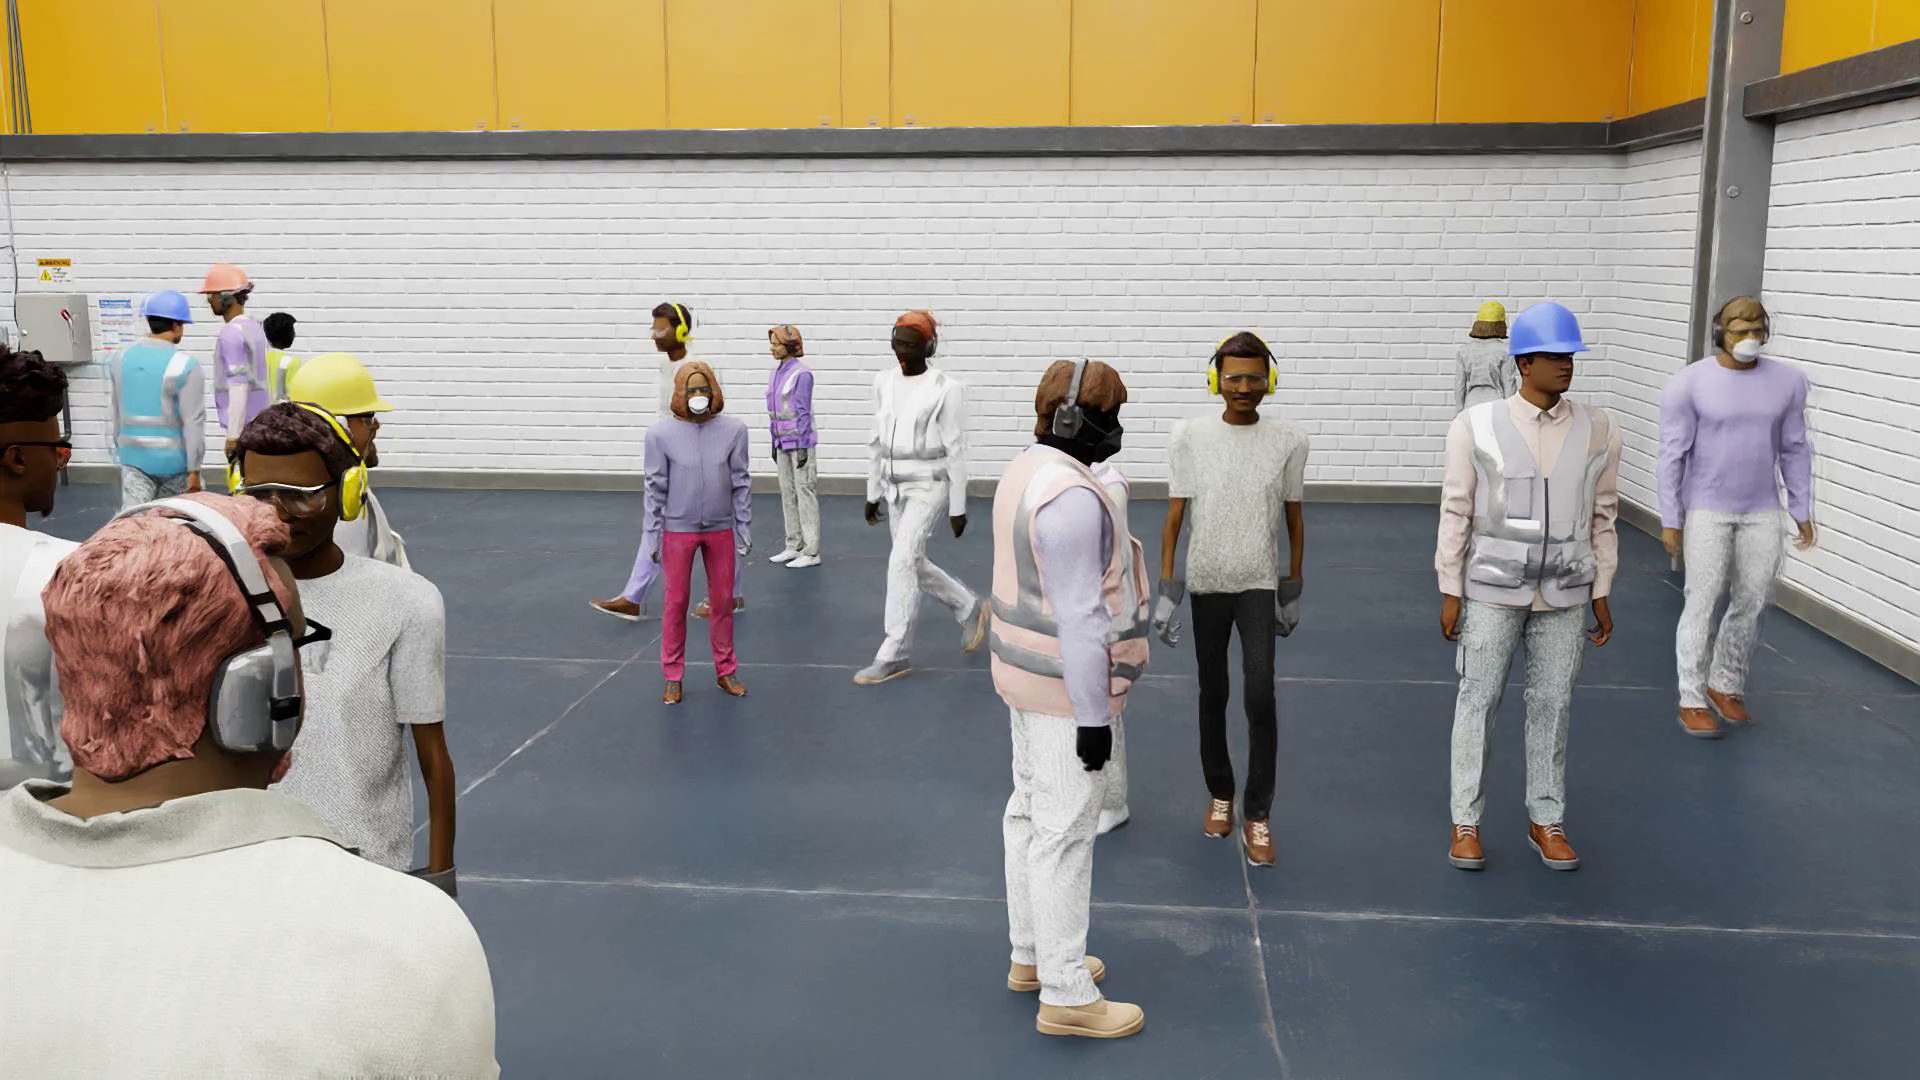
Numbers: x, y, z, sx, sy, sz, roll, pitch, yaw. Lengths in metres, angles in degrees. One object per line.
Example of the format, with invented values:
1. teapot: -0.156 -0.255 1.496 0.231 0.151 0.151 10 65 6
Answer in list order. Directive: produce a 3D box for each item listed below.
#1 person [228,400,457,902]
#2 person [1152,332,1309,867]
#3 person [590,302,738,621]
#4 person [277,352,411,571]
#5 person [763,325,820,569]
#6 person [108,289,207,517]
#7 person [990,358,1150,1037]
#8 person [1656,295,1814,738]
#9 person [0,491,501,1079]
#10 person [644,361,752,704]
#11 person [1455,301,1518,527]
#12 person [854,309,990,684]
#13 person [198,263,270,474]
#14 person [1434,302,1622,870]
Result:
1. person: -1.212 0.658 3.179 0.525 1.859 0.316 1 10 8
2. person: 0.944 0.201 5.840 0.520 1.843 0.735 2 10 11
3. person: -1.660 -0.417 9.423 0.942 1.820 0.545 -8 13 -39
4. person: -1.812 0.368 4.899 0.404 1.833 0.592 -7 12 -37
5. person: -1.128 -0.627 11.186 0.321 1.628 0.508 -7 12 -33
6. person: -4.585 -0.453 9.415 0.653 1.909 0.928 2 10 10
7. person: 0.302 0.423 4.576 0.430 1.839 0.619 -2 10 -10
8. person: 3.401 -0.108 7.350 0.690 1.932 0.595 0 10 -2
9. person: -0.694 0.901 1.637 0.652 1.906 0.409 2 10 9
10. person: -1.230 -0.033 7.816 0.510 1.620 0.327 -5 11 -25
11. person: 3.979 -0.929 12.585 0.484 1.744 0.295 9 13 42
12. person: -0.169 -0.237 8.347 0.872 1.847 0.575 -9 13 -41
13. person: -4.683 -0.767 10.799 0.381 2.041 0.615 -2 10 -12
14. person: 1.942 0.167 5.716 0.612 1.950 0.377 0 10 2
